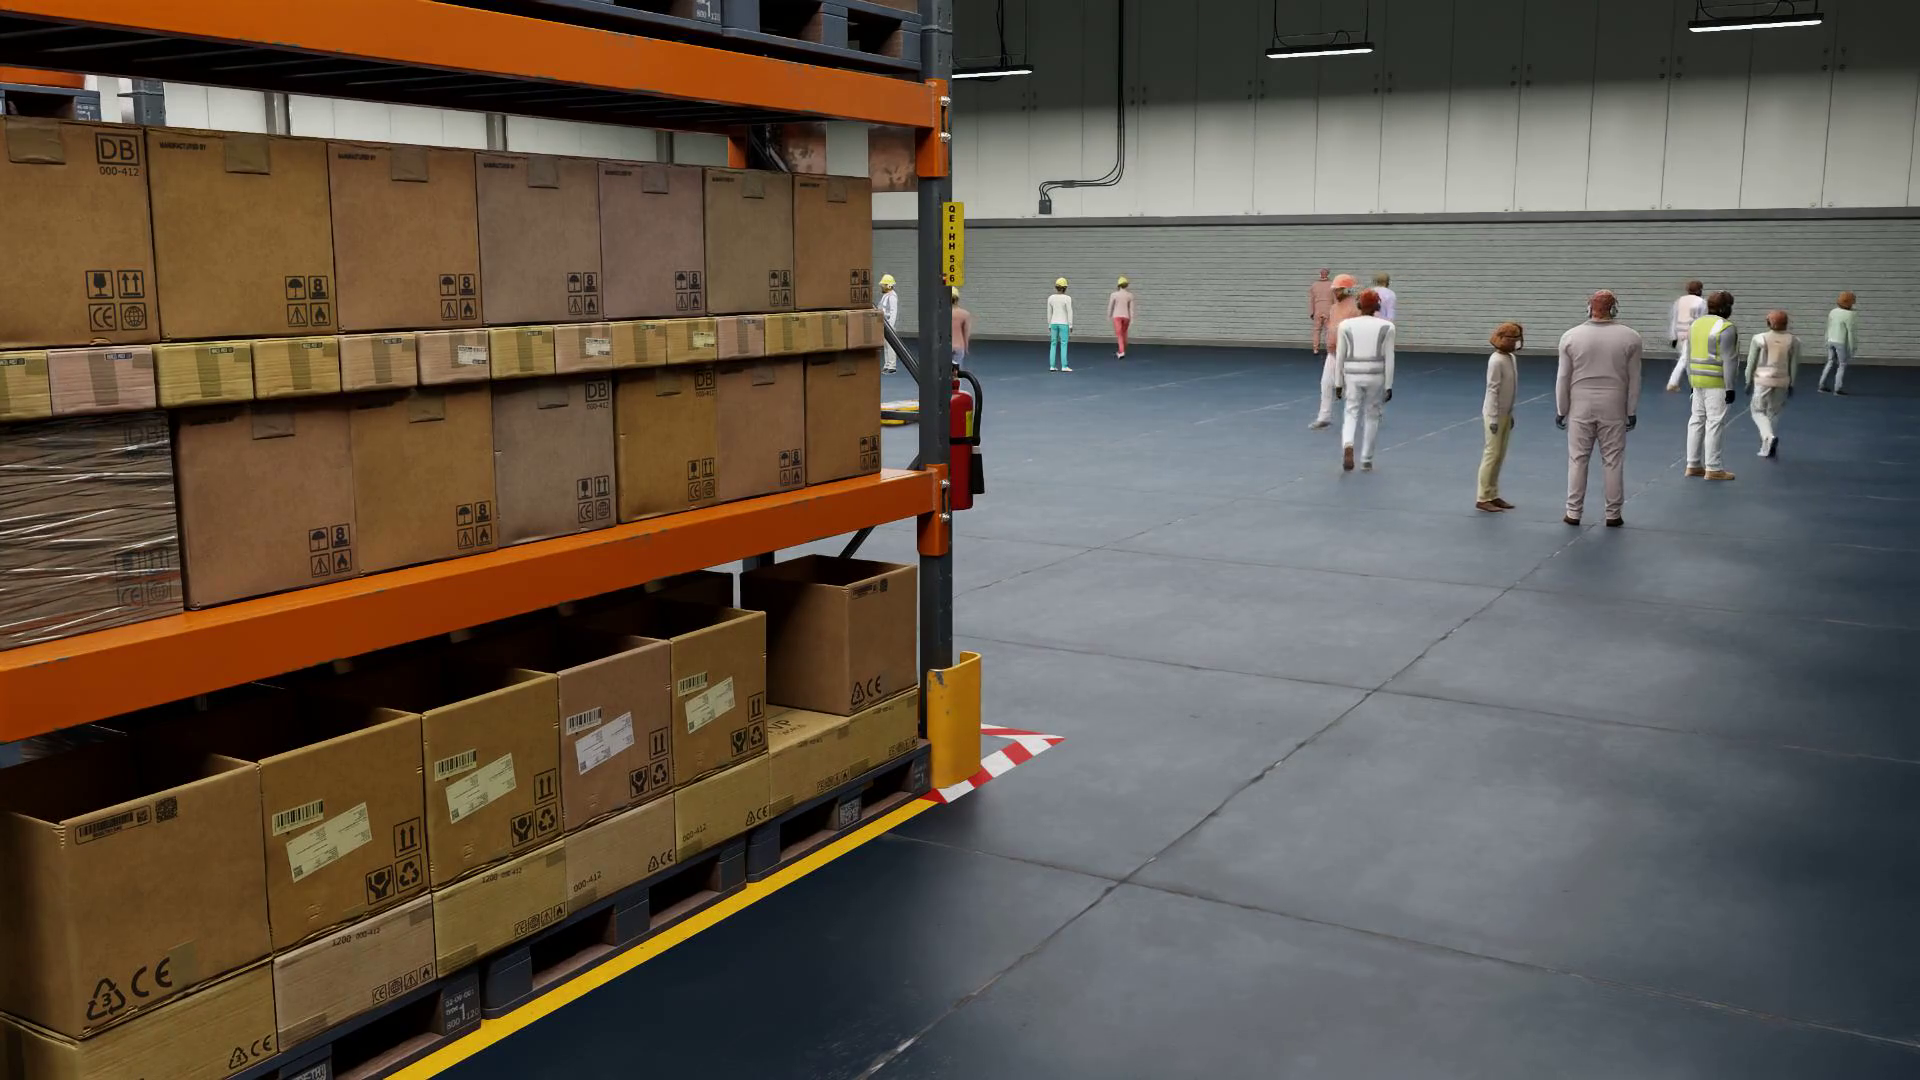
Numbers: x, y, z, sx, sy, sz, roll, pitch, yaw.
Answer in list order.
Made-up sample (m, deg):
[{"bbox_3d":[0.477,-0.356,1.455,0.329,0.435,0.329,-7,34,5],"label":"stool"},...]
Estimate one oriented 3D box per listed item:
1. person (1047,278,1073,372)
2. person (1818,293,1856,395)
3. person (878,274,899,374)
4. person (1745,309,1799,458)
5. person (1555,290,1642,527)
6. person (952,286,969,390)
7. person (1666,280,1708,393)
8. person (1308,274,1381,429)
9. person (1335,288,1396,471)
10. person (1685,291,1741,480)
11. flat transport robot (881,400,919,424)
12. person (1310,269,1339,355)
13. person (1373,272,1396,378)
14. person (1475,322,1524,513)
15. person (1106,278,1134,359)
[{"bbox_3d":[1.901,-4.056,31.390,0.533,1.767,0.313,7,12,34],"label":"person"},{"bbox_3d":[13.824,-3.080,26.149,0.311,1.602,0.570,-1,10,-6],"label":"person"},{"bbox_3d":[-1.339,-3.981,30.744,0.404,1.837,0.590,-3,10,-16],"label":"person"},{"bbox_3d":[8.693,-1.659,17.788,0.524,1.621,0.628,1,10,5],"label":"person"},{"bbox_3d":[5.146,-1.055,13.433,0.641,1.901,0.401,4,10,21],"label":"person"},{"bbox_3d":[-0.123,-2.727,23.653,0.530,1.755,0.363,-2,10,-14],"label":"person"},{"bbox_3d":[11.690,-3.245,26.600,0.986,1.801,0.629,-3,10,-18],"label":"person"},{"bbox_3d":[4.893,-2.374,20.980,0.929,1.966,0.622,-4,10,-21],"label":"person"},{"bbox_3d":[4.042,-1.585,16.659,0.584,1.861,0.759,3,10,18],"label":"person"},{"bbox_3d":[7.373,-1.509,16.260,0.429,1.841,0.633,-2,10,-12],"label":"person"},{"bbox_3d":[-0.797,-1.689,21.898,0.652,0.197,1.431,6,11,30],"label":"flat transport robot"},{"bbox_3d":[8.001,-5.000,36.524,0.638,1.903,0.409,5,11,26],"label":"person"},{"bbox_3d":[7.389,-3.779,29.402,0.634,1.900,1.011,9,13,42],"label":"person"},{"bbox_3d":[4.622,-1.050,14.214,0.301,1.625,0.507,7,12,36],"label":"person"},{"bbox_3d":[3.445,-4.731,35.481,0.537,1.720,0.924,-2,10,-12],"label":"person"}]
